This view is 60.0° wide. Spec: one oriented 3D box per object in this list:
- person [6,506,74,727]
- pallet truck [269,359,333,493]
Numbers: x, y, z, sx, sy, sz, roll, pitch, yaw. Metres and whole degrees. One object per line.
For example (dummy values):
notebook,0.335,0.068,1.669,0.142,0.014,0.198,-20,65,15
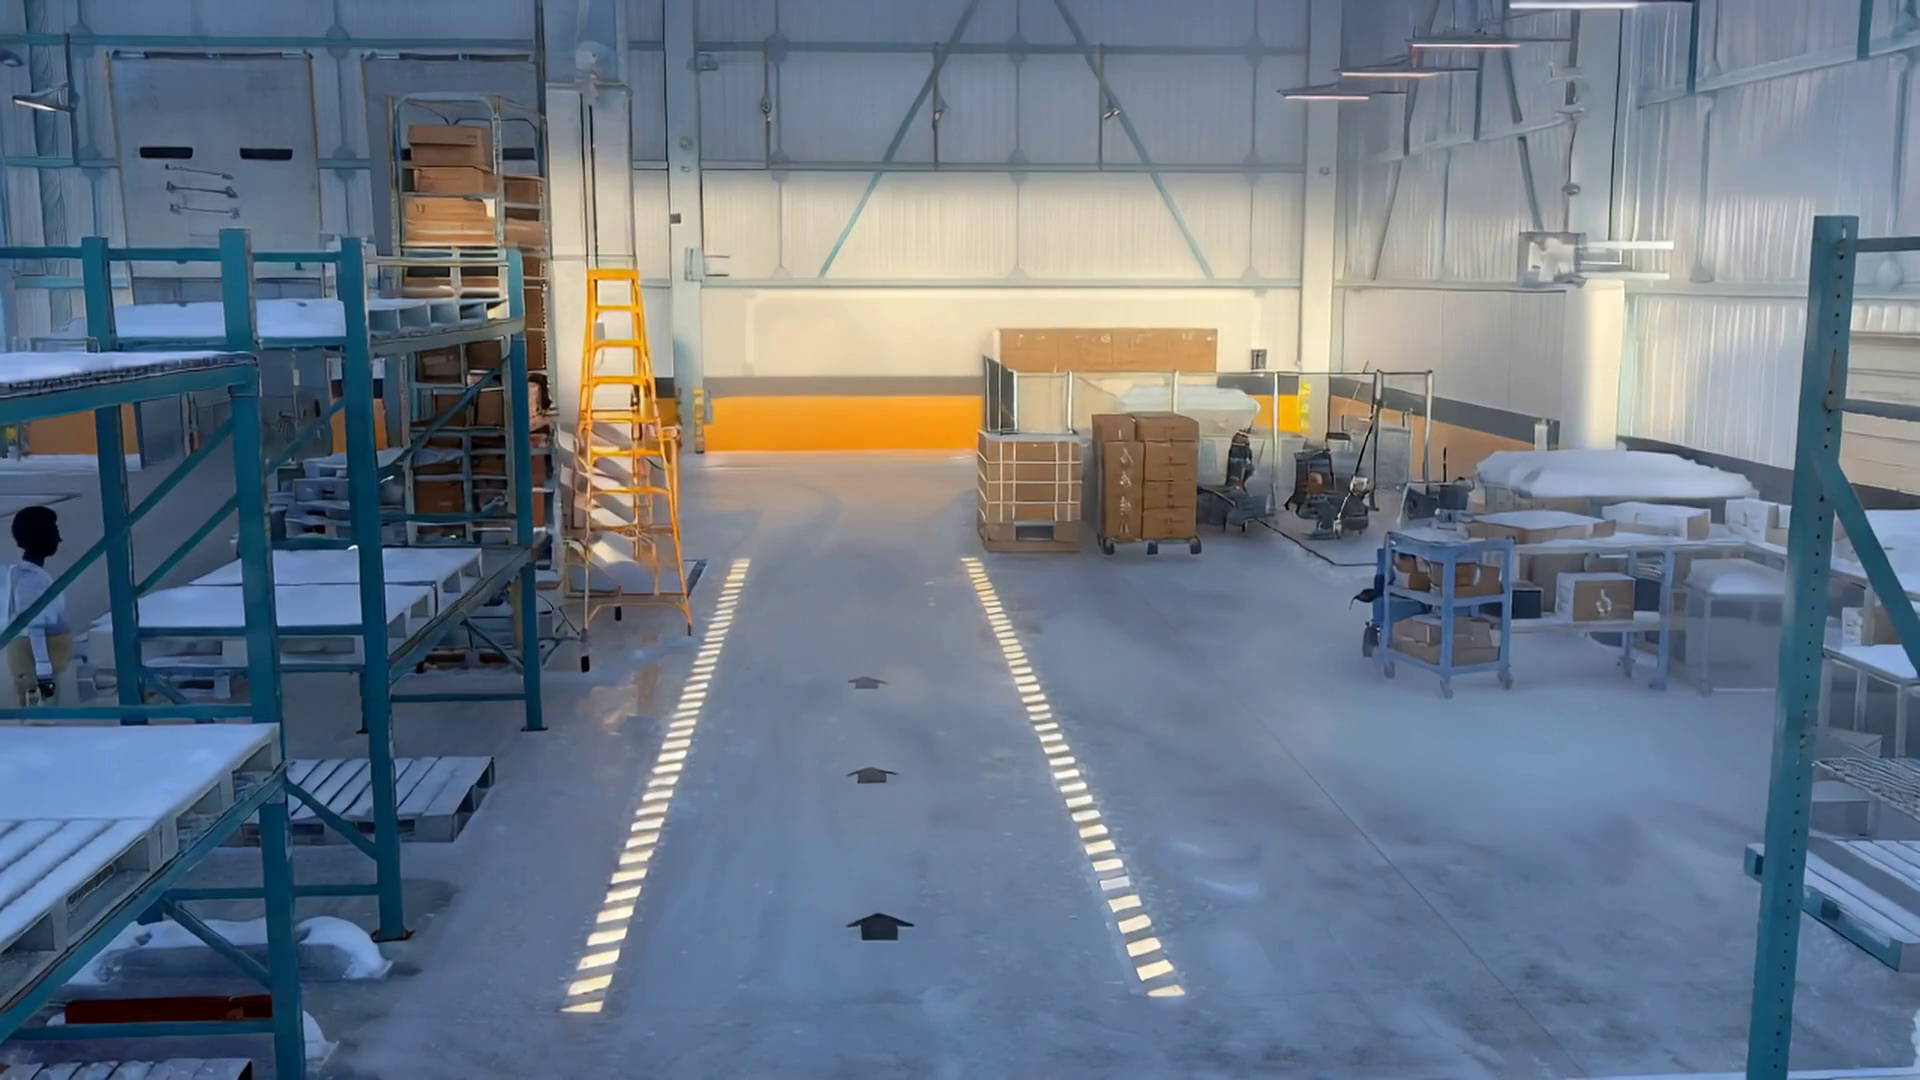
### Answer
person,-4.790,0.661,8.676,0.321,1.698,0.537,-5,10,-29
pallet truck,-7.062,-1.131,18.996,1.885,1.965,0.823,2,9,13
